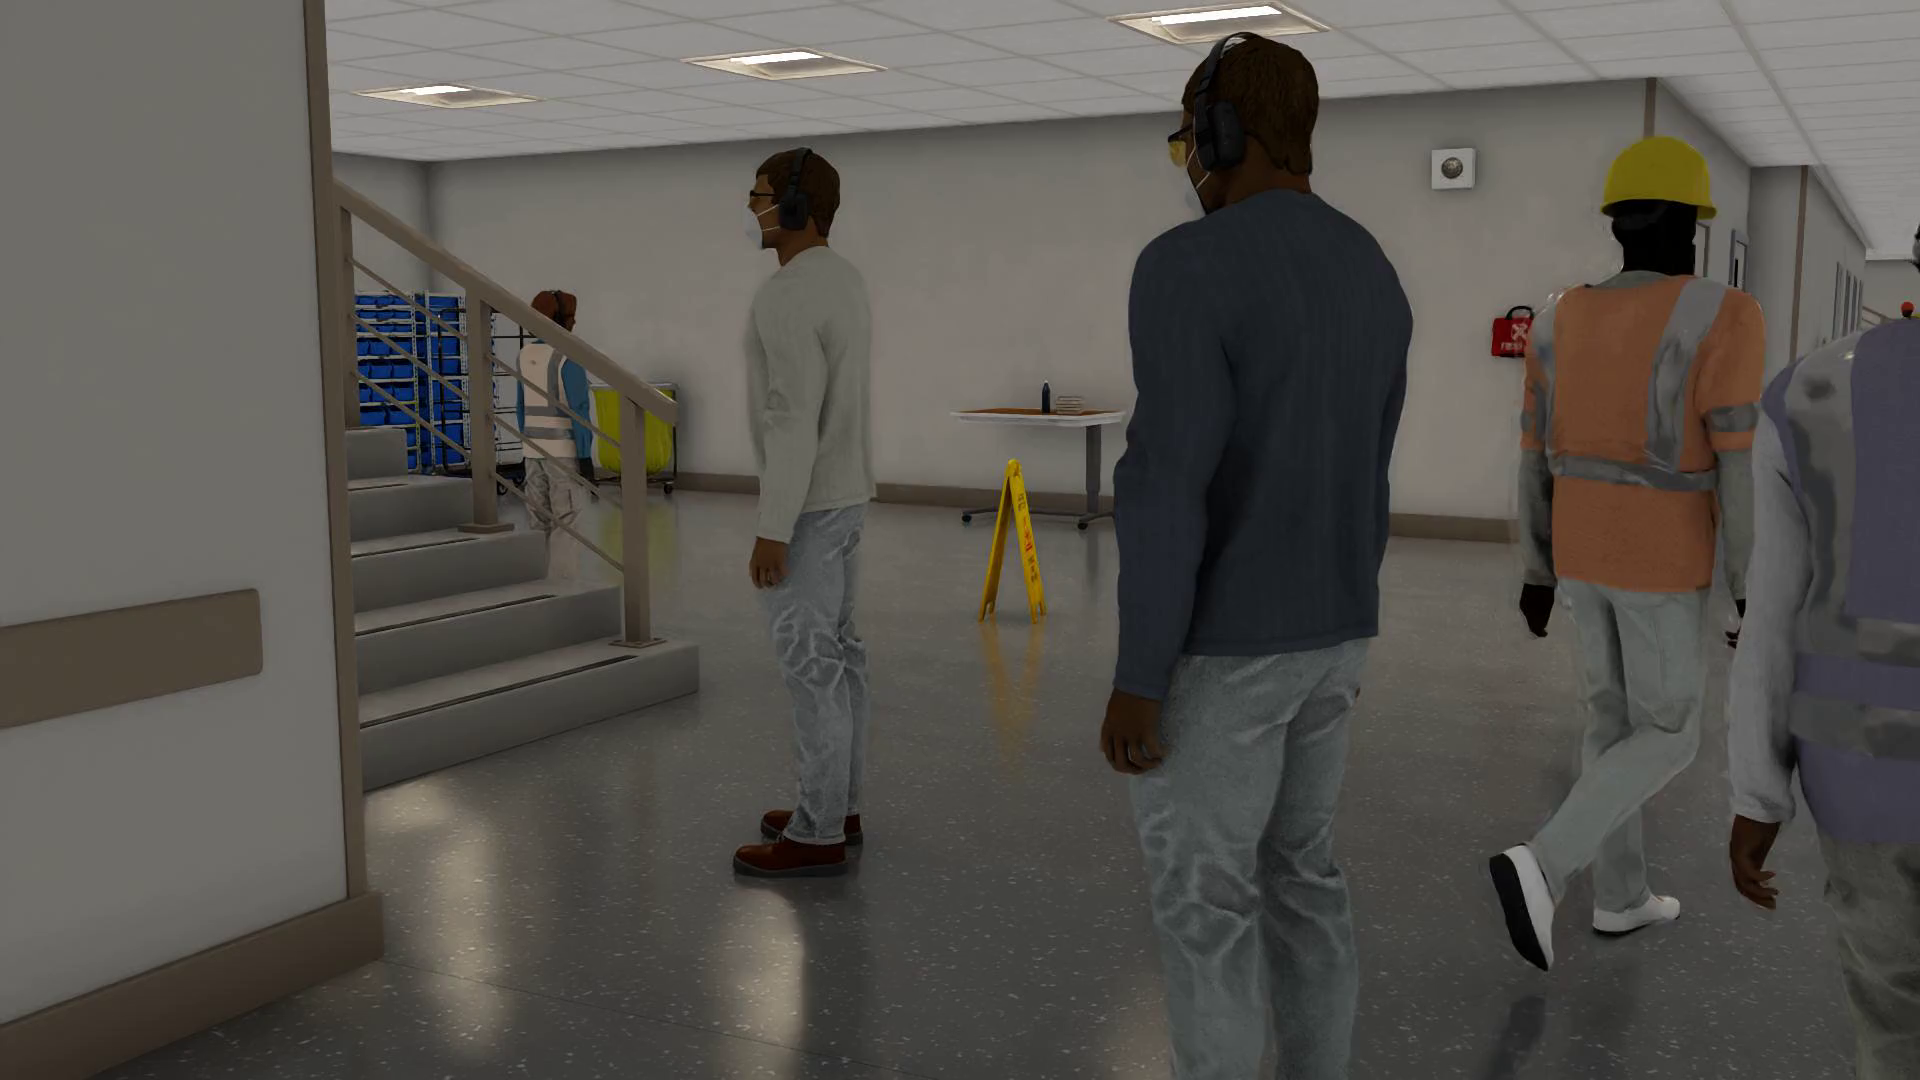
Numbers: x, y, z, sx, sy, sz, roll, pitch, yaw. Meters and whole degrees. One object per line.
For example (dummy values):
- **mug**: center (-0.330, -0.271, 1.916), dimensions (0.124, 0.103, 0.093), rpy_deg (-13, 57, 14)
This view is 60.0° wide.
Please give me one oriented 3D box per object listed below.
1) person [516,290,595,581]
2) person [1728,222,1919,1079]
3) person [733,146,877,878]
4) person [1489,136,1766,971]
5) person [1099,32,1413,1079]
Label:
- **person**: center (-1.979, -0.399, 8.155), dimensions (0.523, 1.640, 0.306), rpy_deg (6, 10, 41)
- **person**: center (1.313, 0.317, 2.146), dimensions (0.595, 1.785, 0.945), rpy_deg (7, 10, 43)
- **person**: center (-0.418, -0.070, 4.477), dimensions (0.372, 1.940, 0.629), rpy_deg (1, 7, 9)
- **person**: center (1.483, 0.038, 3.795), dimensions (0.720, 1.903, 0.602), rpy_deg (-4, 8, -29)
- **person**: center (0.466, 0.177, 2.645), dimensions (0.386, 1.927, 0.641), rpy_deg (7, 10, 44)
